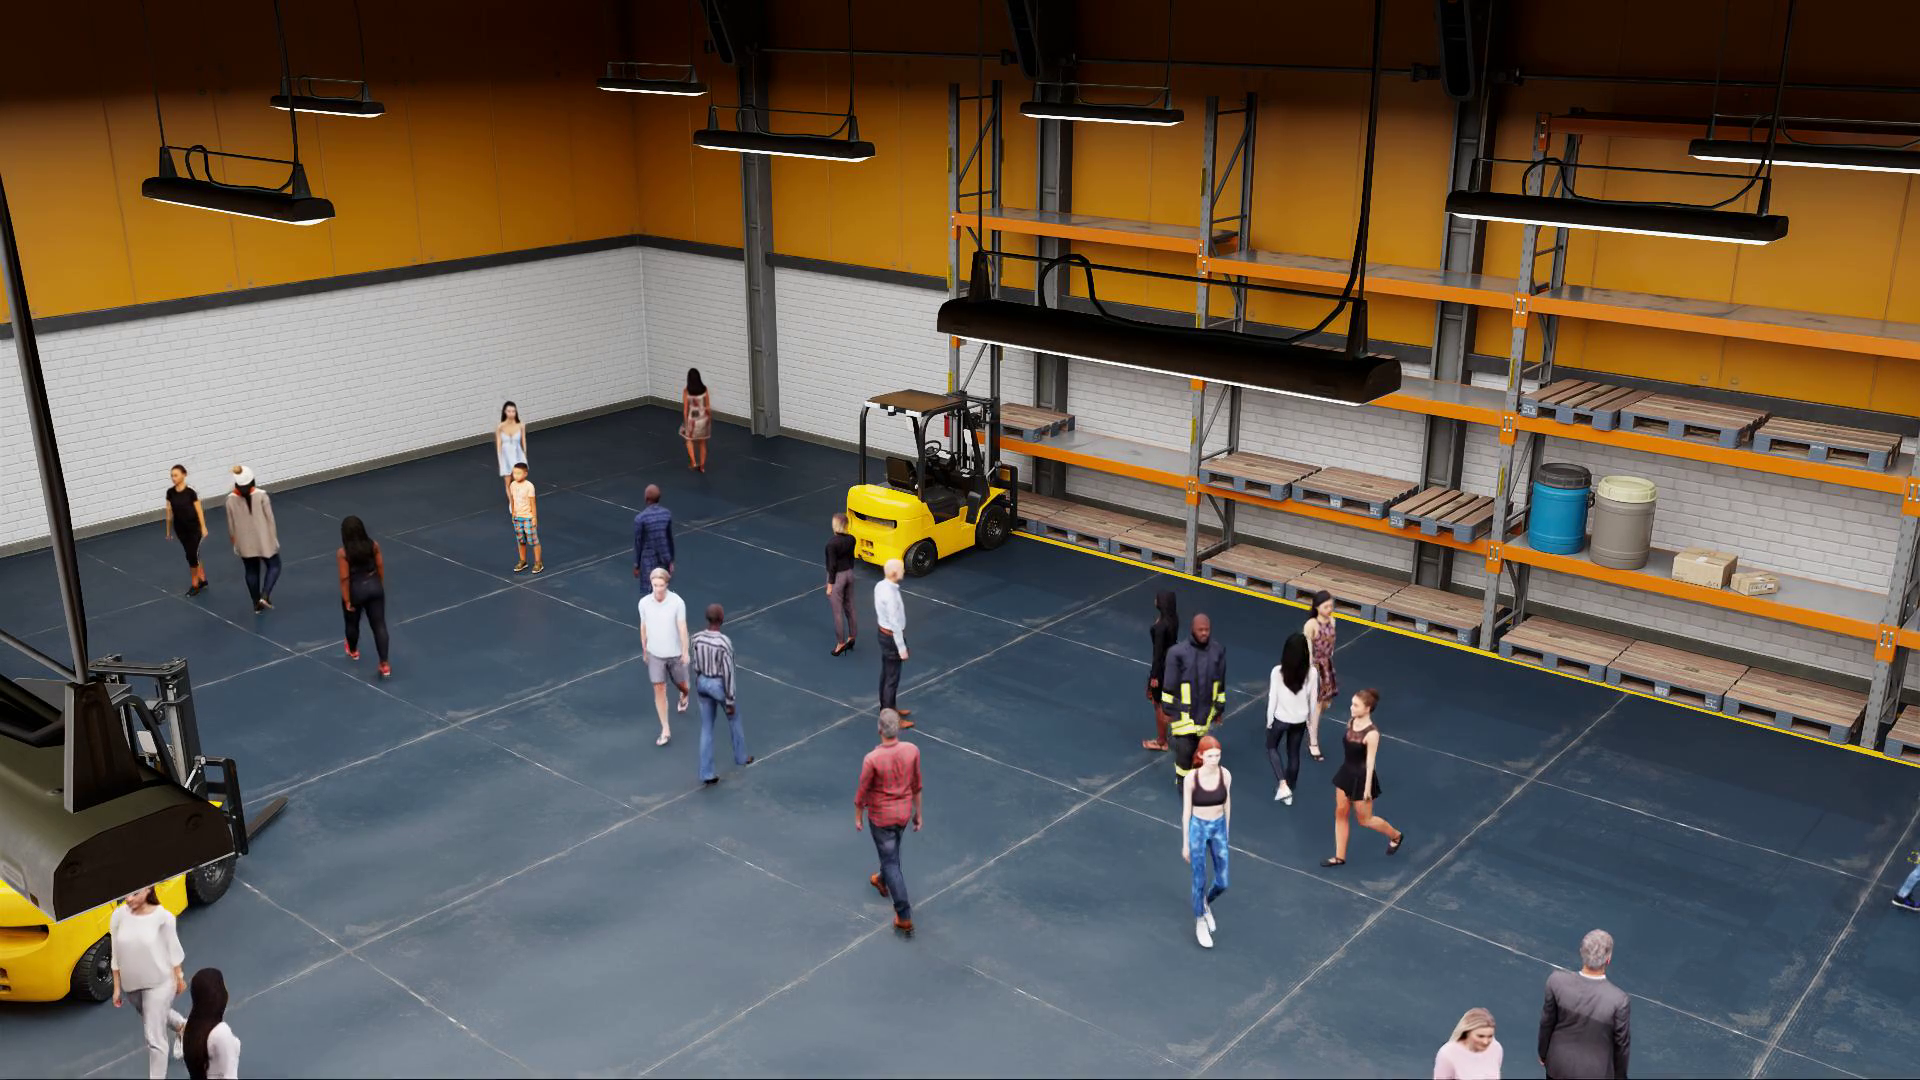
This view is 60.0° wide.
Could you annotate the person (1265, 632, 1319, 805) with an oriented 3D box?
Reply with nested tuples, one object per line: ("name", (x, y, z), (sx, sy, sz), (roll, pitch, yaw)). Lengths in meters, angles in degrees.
("person", (3.039, 1.676, 15.234), (0.788, 1.688, 0.847), (-2, 19, -6))

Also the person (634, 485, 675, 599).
("person", (-3.498, 0.259, 19.267), (1.006, 1.799, 0.678), (17, 25, 42))

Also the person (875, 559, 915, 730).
("person", (-0.713, 1.041, 16.961), (0.809, 1.788, 0.728), (-4, 19, -10))

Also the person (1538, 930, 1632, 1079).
("person", (3.862, 3.250, 10.329), (0.566, 1.836, 0.786), (12, 22, 32))

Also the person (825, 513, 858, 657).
("person", (-1.335, 0.495, 18.768), (0.549, 1.671, 0.616), (13, 22, 33))

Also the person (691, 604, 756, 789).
("person", (-2.347, 1.504, 15.623), (0.990, 1.766, 0.901), (8, 20, 23))

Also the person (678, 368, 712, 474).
("person", (-4.038, -1.832, 25.733), (0.764, 1.635, 0.772), (-8, 20, -23))

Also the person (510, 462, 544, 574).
("person", (-5.617, -0.304, 21.477), (0.511, 1.456, 0.636), (6, 20, 18))

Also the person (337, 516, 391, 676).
("person", (-6.483, 0.643, 18.190), (0.902, 1.760, 1.295), (-12, 22, -32))

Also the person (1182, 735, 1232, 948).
("person", (1.911, 2.336, 13.137), (0.729, 1.776, 0.792), (-4, 19, -11))

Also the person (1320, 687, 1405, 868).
("person", (3.473, 2.039, 14.204), (0.956, 1.658, 0.980), (-5, 19, -15))

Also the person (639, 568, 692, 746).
("person", (-2.932, 1.106, 16.739), (1.095, 1.808, 1.096), (1, 19, 4))

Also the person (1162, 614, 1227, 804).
("person", (2.151, 1.495, 15.583), (0.959, 1.809, 1.017), (-4, 19, -11))

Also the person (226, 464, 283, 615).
("person", (-8.463, 0.009, 19.886), (0.910, 1.879, 0.969), (-2, 19, -6))

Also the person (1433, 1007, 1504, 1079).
("person", (2.960, 3.462, 10.002), (1.082, 1.642, 1.150), (-1, 19, -4))

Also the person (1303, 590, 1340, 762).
("person", (3.419, 1.301, 16.236), (0.744, 1.760, 0.897), (-13, 23, -34))

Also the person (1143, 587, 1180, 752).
("person", (2.089, 1.292, 16.340), (0.802, 1.710, 0.745), (6, 20, 18))

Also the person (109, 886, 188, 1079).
("person", (-5.531, 2.982, 11.402), (1.095, 1.658, 1.067), (1, 19, 3))

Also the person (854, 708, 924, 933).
("person", (-0.526, 2.266, 13.329), (1.006, 1.786, 1.304), (-9, 21, -26))

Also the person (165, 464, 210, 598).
("person", (-9.576, -0.166, 20.756), (0.824, 1.656, 0.850), (4, 19, 11))

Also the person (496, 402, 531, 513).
("person", (-6.356, -1.113, 23.528), (0.973, 1.680, 1.225), (-7, 20, -19))

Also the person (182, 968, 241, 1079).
("person", (-4.495, 3.436, 9.893), (0.754, 1.761, 0.806), (-13, 22, -33))
